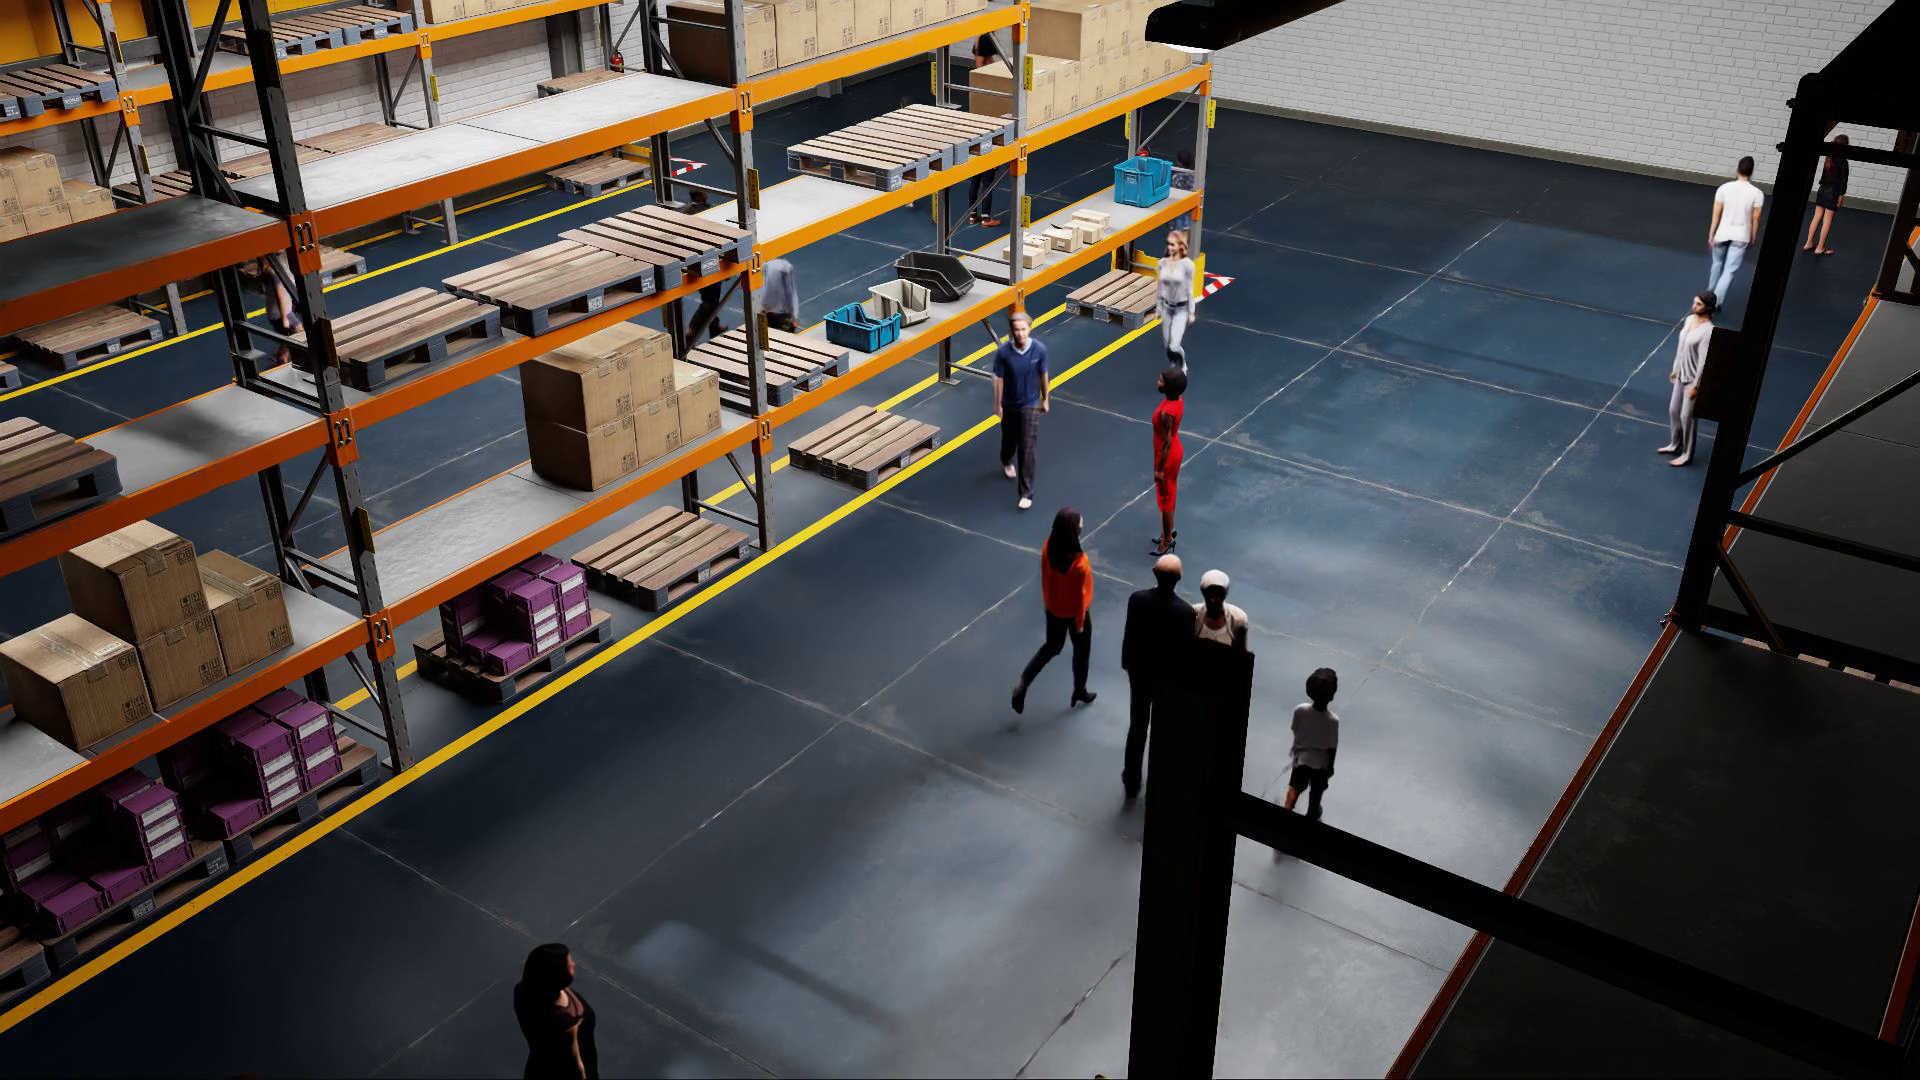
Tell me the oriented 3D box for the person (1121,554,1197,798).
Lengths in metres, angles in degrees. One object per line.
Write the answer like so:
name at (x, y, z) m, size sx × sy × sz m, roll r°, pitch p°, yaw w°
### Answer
person at (1.314, 0.951, 11.402) m, size 0.879 × 1.770 × 1.233 m, roll 10°, pitch 30°, yaw 18°

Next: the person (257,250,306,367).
person at (-7.245, -2.362, 17.530) m, size 0.723 × 1.717 × 0.717 m, roll -17°, pitch 33°, yaw -28°

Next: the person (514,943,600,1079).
person at (-1.985, 2.696, 8.256) m, size 0.696 × 1.717 × 0.714 m, roll -22°, pitch 35°, yaw -34°

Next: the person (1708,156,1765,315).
person at (9.073, -3.535, 19.576) m, size 0.725 × 1.817 × 1.159 m, roll 21°, pitch 35°, yaw 33°

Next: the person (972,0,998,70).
person at (0.446, -8.600, 29.008) m, size 0.572 × 1.677 × 0.697 m, roll -25°, pitch 37°, yaw -38°

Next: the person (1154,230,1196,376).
person at (2.318, -2.429, 17.582) m, size 0.631 × 1.785 × 0.675 m, roll 20°, pitch 35°, yaw 33°

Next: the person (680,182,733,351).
person at (-2.894, -3.025, 18.578) m, size 0.721 × 1.877 × 1.191 m, roll 16°, pitch 32°, yaw 27°

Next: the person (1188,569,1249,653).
person at (1.761, 0.947, 11.461) m, size 0.894 × 1.720 × 1.121 m, roll 5°, pitch 29°, yaw 9°

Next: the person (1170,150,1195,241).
person at (2.965, -4.513, 21.963) m, size 0.590 × 1.247 × 0.659 m, roll -7°, pitch 29°, yaw -13°

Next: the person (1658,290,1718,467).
person at (7.063, -1.572, 16.036) m, size 0.760 × 1.761 × 0.693 m, roll -3°, pitch 29°, yaw -6°

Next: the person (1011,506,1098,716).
person at (0.710, 0.553, 12.175) m, size 1.100 × 1.727 × 0.830 m, roll -19°, pitch 34°, yaw -31°

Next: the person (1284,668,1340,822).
person at (2.320, 1.447, 11.039) m, size 0.491 × 1.246 × 0.753 m, roll 18°, pitch 33°, yaw 29°

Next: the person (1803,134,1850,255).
person at (11.318, -4.511, 21.641) m, size 0.695 × 1.552 × 0.644 m, roll -10°, pitch 30°, yaw -17°

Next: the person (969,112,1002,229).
person at (0.299, -5.176, 22.583) m, size 0.727 × 1.819 × 0.652 m, roll 25°, pitch 37°, yaw 38°

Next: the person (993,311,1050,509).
person at (0.554, -1.278, 15.423) m, size 1.081 × 1.831 × 1.239 m, roll -1°, pitch 29°, yaw -2°

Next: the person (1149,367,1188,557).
person at (1.799, -0.685, 14.427) m, size 0.702 × 1.744 × 0.555 m, roll 7°, pitch 29°, yaw 12°
